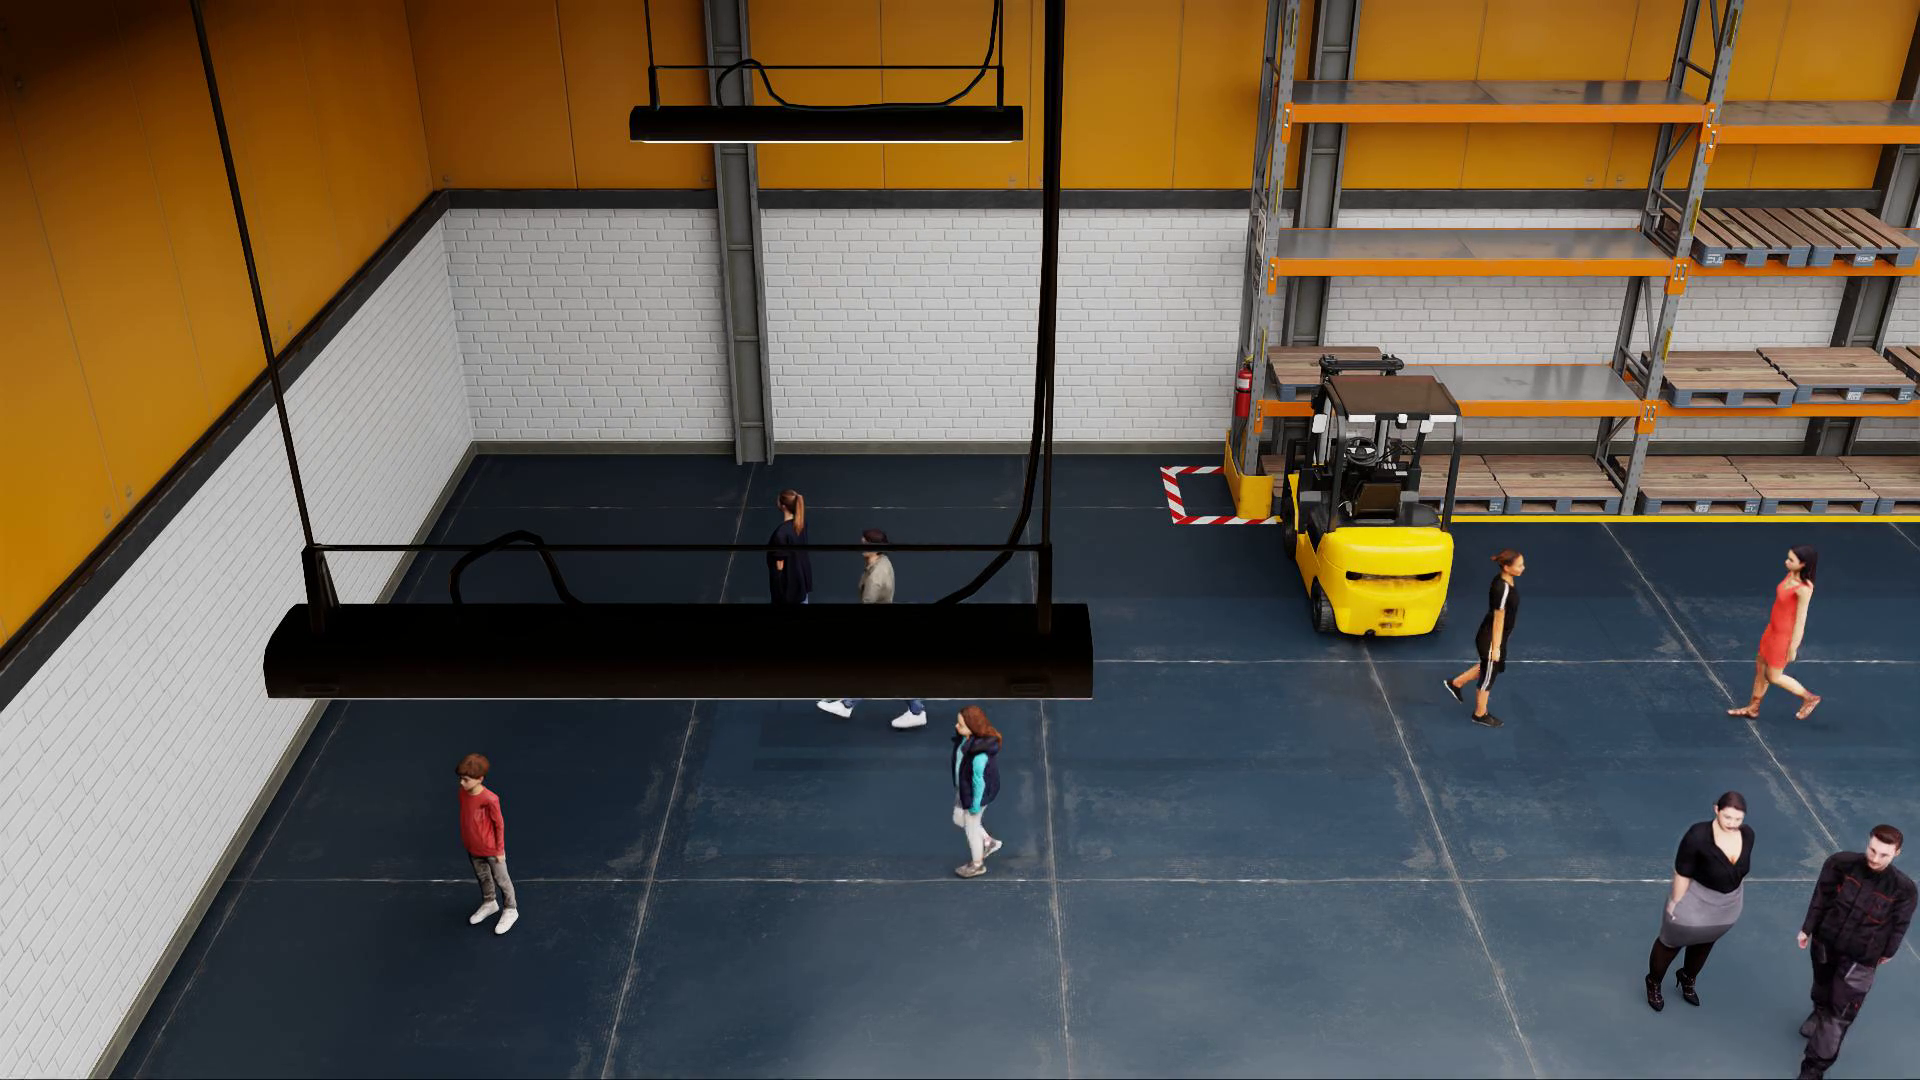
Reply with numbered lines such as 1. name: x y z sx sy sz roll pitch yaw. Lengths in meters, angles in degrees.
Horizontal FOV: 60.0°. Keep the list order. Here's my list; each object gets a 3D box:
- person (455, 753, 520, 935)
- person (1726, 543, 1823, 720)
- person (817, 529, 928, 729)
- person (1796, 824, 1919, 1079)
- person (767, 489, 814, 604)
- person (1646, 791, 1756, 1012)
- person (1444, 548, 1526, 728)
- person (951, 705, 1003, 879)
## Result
1. person: -3.328 2.107 11.650 0.554 1.417 0.657 14 32 24
2. person: 6.890 0.802 13.745 0.950 1.702 0.673 4 29 8
3. person: -0.564 0.780 13.664 1.147 1.817 0.712 0 29 0
4. person: 5.577 2.514 10.436 1.275 1.866 1.170 -23 36 -35
5. person: -1.470 0.307 14.671 0.727 1.684 0.717 16 32 27
6. person: 4.845 2.345 10.858 0.617 1.756 0.775 -5 29 -9
7. person: 4.356 0.788 13.814 0.870 1.660 0.752 12 31 21
8. person: 0.159 1.813 12.110 0.679 1.493 0.650 -7 29 -13
